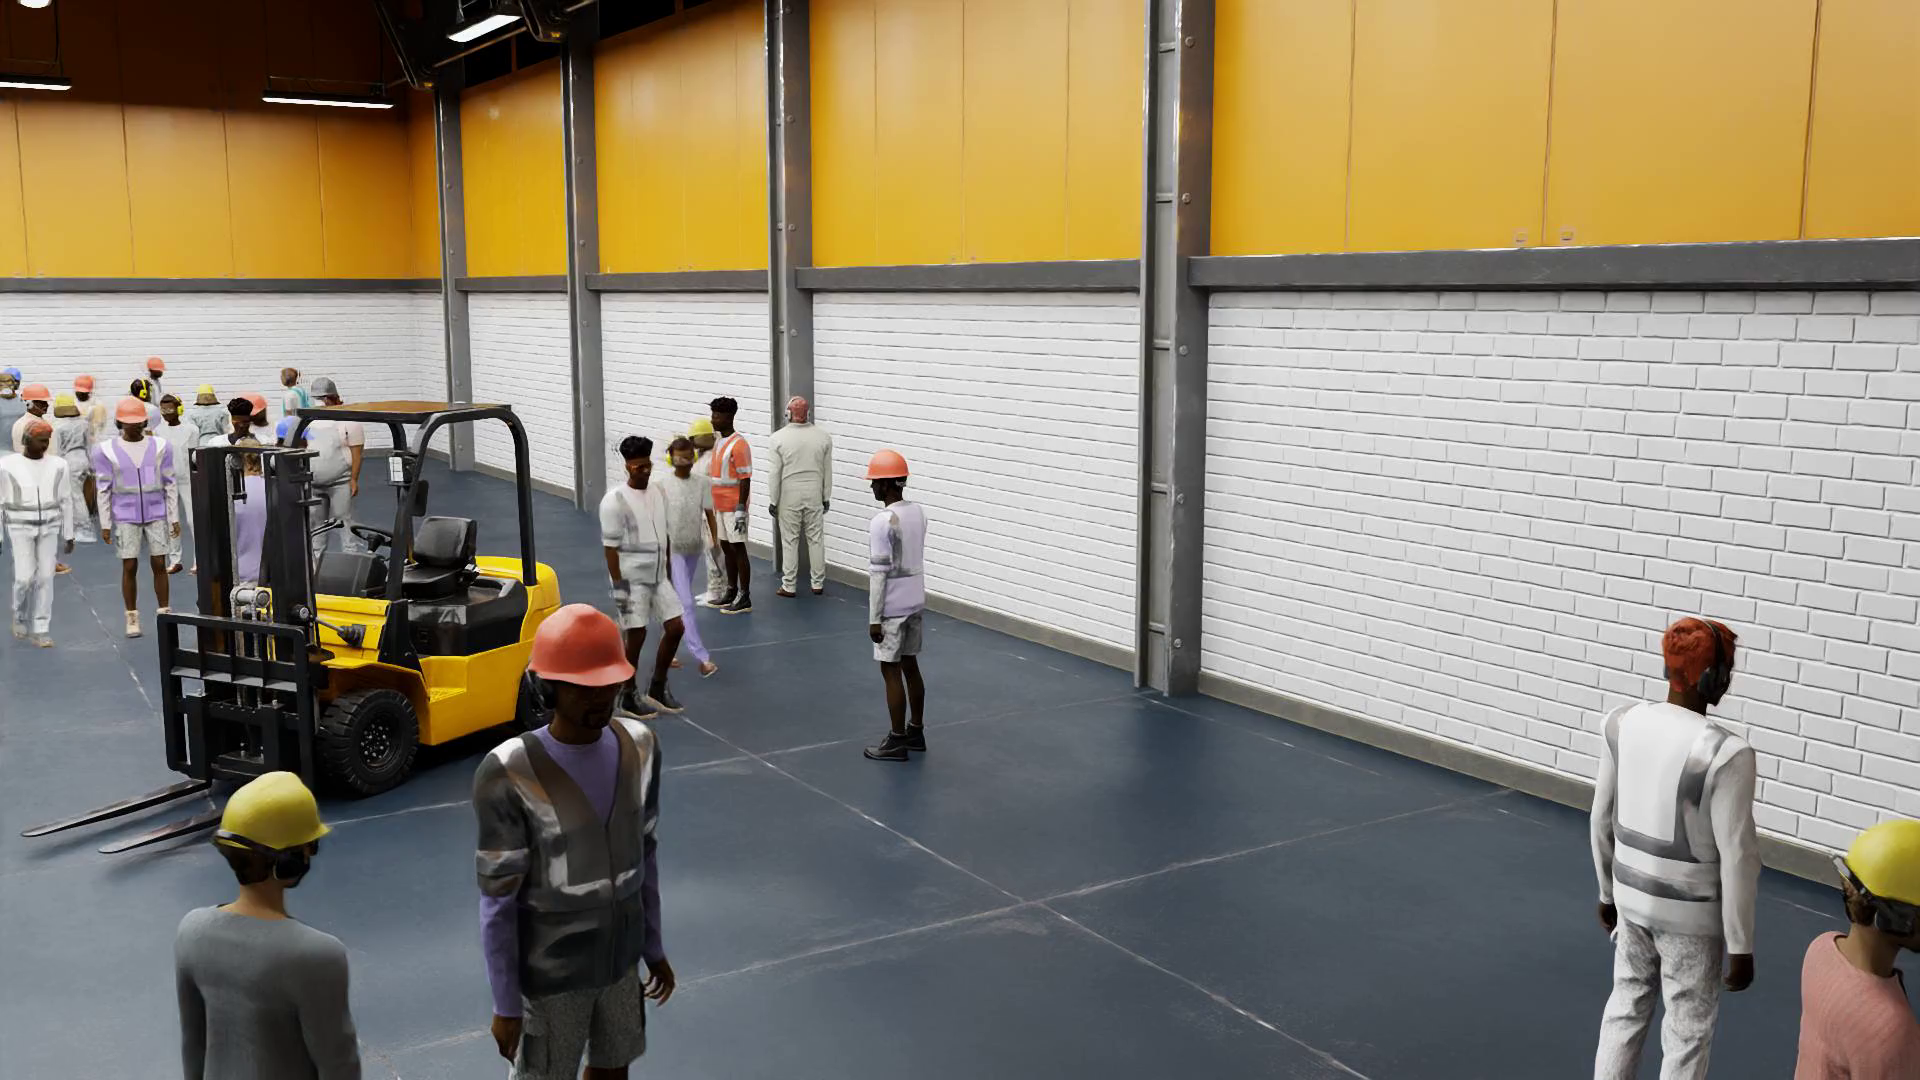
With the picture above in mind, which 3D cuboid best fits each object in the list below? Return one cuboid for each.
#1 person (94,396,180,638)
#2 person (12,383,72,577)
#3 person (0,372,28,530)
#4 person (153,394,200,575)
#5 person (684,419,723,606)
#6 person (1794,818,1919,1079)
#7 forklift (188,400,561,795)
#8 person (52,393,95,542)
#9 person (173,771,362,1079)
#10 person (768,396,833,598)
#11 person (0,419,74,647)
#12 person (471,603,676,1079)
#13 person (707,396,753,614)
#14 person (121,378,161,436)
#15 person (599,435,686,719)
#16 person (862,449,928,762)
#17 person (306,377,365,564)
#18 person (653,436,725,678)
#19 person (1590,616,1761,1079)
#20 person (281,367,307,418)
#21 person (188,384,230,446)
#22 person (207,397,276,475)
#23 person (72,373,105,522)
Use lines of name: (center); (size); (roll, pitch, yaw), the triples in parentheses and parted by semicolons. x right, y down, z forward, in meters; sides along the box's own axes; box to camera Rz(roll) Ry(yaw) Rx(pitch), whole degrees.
person: (-6.877, -0.189, 13.939); (0.612, 2.030, 0.410); (-6, 10, -35)
person: (-9.316, -0.600, 16.854); (0.402, 1.987, 0.608); (0, 8, -1)
person: (-11.539, -1.079, 20.275); (0.636, 1.928, 0.383); (-5, 10, -31)
person: (-7.988, -0.561, 17.016); (0.511, 1.858, 0.325); (1, 8, 5)
person: (-2.363, -0.255, 15.408); (0.523, 1.721, 0.515); (-6, 10, -36)
person: (1.993, 1.466, 3.685); (0.345, 1.758, 0.532); (2, 9, 13)
forklift: (-3.529, 0.258, 10.348); (1.214, 2.155, 2.313); (4, 9, 25)
person: (-10.344, -0.838, 19.294); (0.676, 1.715, 0.503); (3, 9, 19)
person: (-1.625, 1.422, 3.980); (0.535, 1.760, 0.344); (4, 9, 26)
person: (-1.527, -0.409, 15.798); (0.641, 1.913, 0.408); (-4, 9, -26)
person: (-7.555, -0.056, 13.564); (0.459, 1.865, 0.597); (8, 12, 43)
person: (-1.040, 1.180, 4.645); (0.396, 2.042, 0.610); (7, 11, 39)
person: (-2.081, -0.320, 15.008); (0.361, 1.963, 0.612); (-5, 10, -29)
person: (-10.294, -1.122, 20.953); (0.589, 1.816, 0.506); (3, 9, 18)
person: (-2.086, 0.256, 11.219); (0.531, 1.932, 0.659); (5, 10, 33)
person: (-0.417, 0.402, 10.294); (0.383, 1.930, 0.540); (5, 10, 30)
person: (-6.439, -0.641, 16.927); (0.682, 2.000, 0.537); (1, 9, 7)
person: (-2.056, 0.123, 12.547); (0.531, 1.810, 0.923); (-7, 11, -39)
person: (2.247, 1.171, 5.243); (0.341, 1.884, 0.585); (-4, 9, -24)
person: (-9.486, -1.546, 23.715); (0.406, 1.834, 0.542); (0, 8, 3)
person: (-9.554, -1.123, 21.201); (0.484, 1.735, 0.309); (-5, 10, -29)
person: (-6.419, -0.305, 14.935); (0.603, 1.959, 0.375); (-4, 9, -26)
person: (-10.894, -1.138, 20.748); (0.576, 1.898, 0.480); (3, 9, 17)
